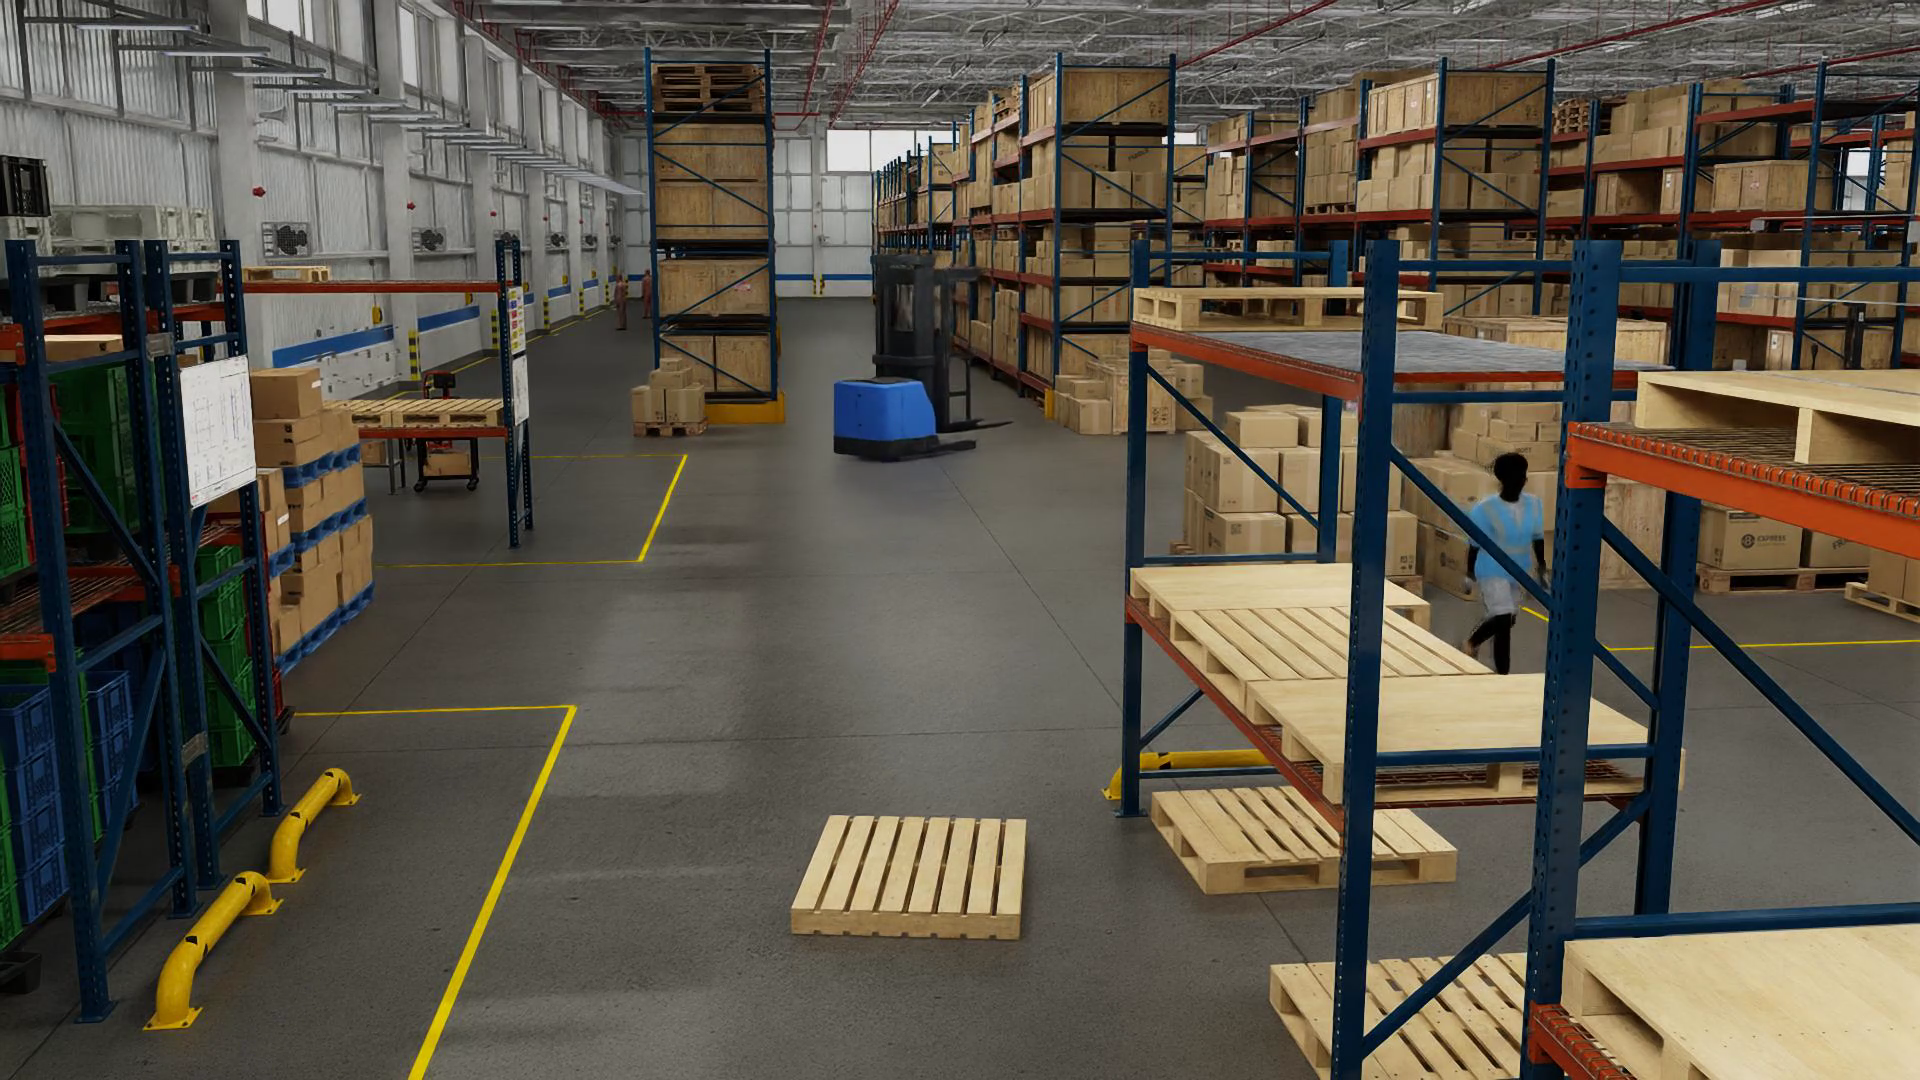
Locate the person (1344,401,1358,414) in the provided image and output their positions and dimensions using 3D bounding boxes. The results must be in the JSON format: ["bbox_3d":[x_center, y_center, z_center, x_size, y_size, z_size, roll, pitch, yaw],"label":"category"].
[{"bbox_3d":[4.056,-0.953,16.918,0.771,1.908,0.572,-4,11,-23],"label":"person"}]

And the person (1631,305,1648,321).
[{"bbox_3d":[12.530,-3.425,30.833,0.428,1.837,0.629,-1,10,-6],"label":"person"}]

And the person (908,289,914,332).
[{"bbox_3d":[-1.353,-6.656,49.099,0.510,1.696,0.563,4,11,20],"label":"person"}]

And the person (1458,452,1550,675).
[{"bbox_3d":[3.593,0.209,11.151,0.528,1.661,0.797,-4,11,-23],"label":"person"}]

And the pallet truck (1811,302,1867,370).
[{"bbox_3d":[15.846,-3.142,28.793,1.885,1.965,0.823,2,10,12],"label":"pallet truck"}]

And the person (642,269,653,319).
[{"bbox_3d":[-12.084,-9.524,64.447,0.403,1.897,0.654,8,13,37],"label":"person"}]

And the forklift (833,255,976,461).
[{"bbox_3d":[-0.805,-2.601,23.348,1.129,2.768,1.873,9,14,40],"label":"forklift"}]

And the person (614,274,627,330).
[{"bbox_3d":[-11.460,-8.022,56.093,0.399,1.905,0.643,1,10,5],"label":"person"}]
